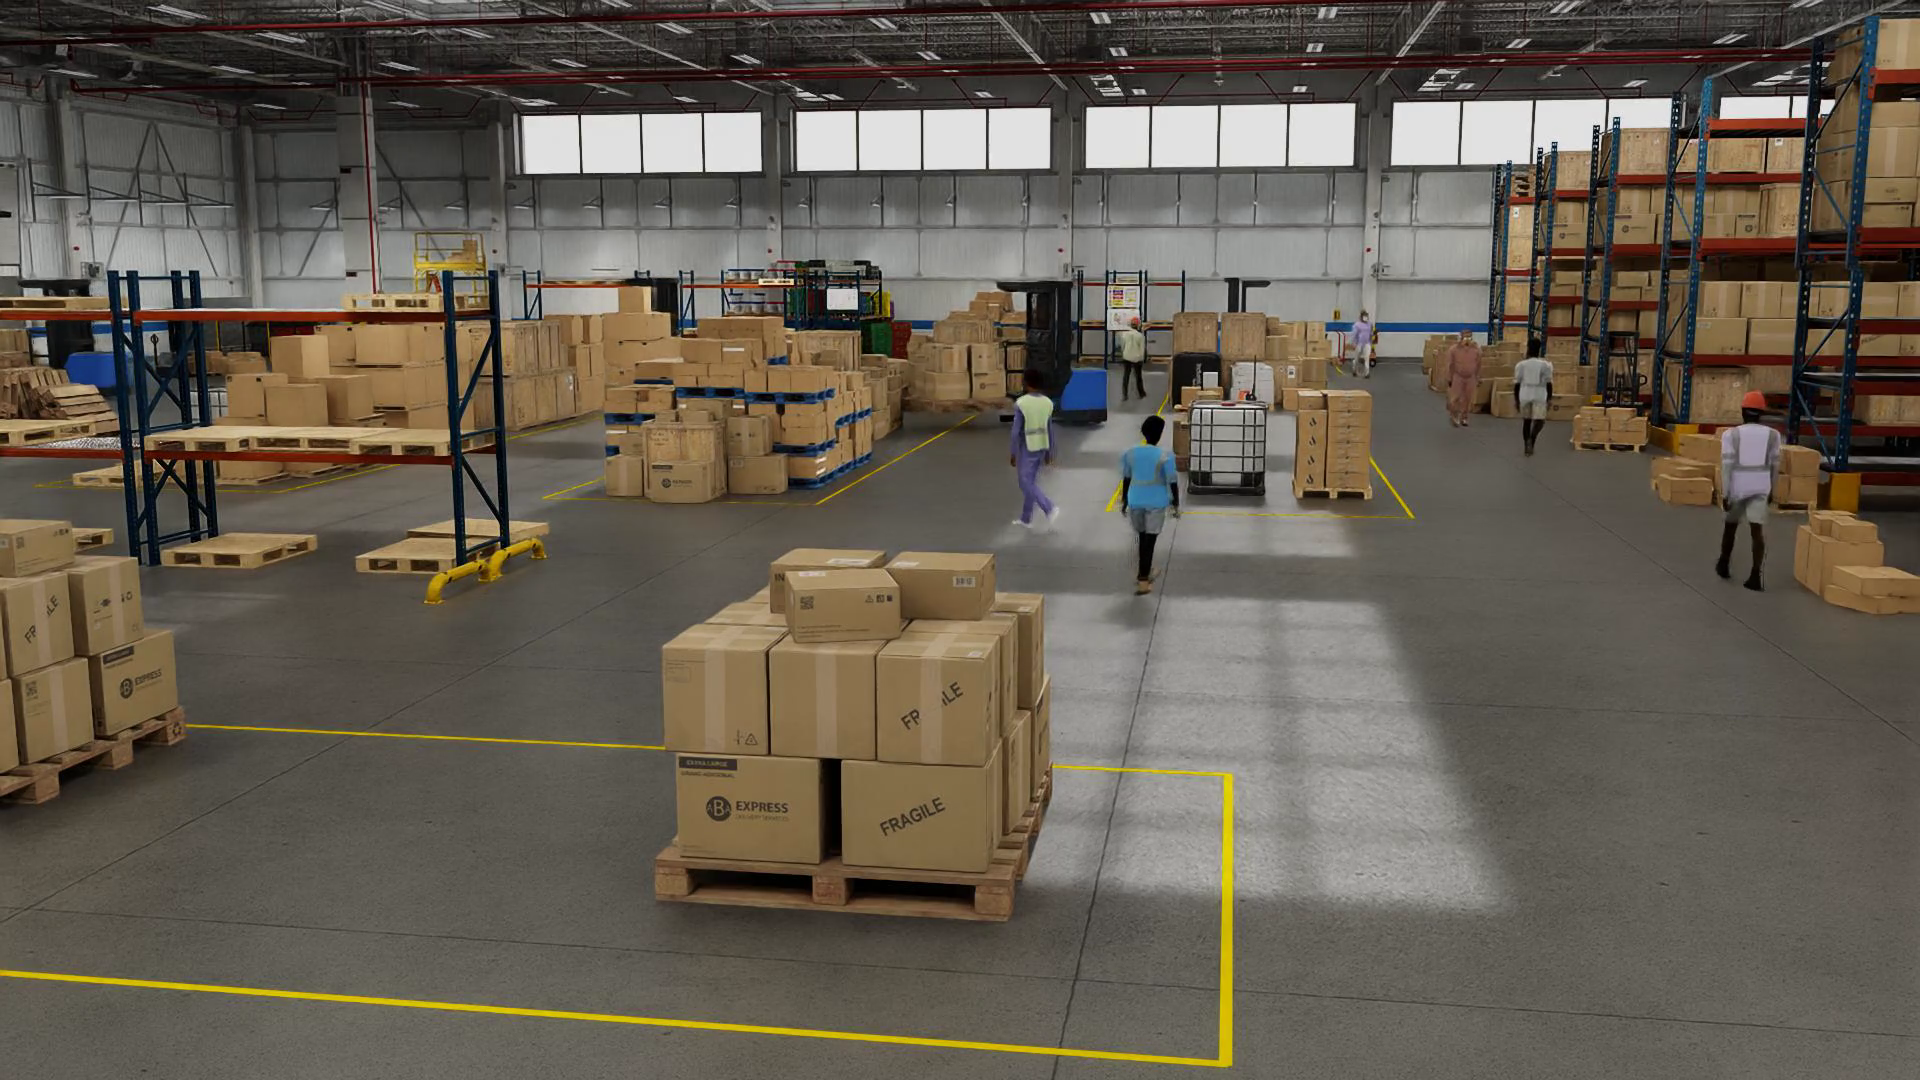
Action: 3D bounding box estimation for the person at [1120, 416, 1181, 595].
[{"bbox_3d":[1.850,-0.344,15.751,0.555,1.657,0.822,6,11,32],"label":"person"}]

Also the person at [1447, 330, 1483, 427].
[{"bbox_3d":[9.806,-3.121,32.227,0.654,1.877,0.797,1,9,5],"label":"person"}]

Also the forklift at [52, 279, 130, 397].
[{"bbox_3d":[-20.829,-4.752,39.222,1.873,2.768,1.129,1,9,9],"label":"forklift"}]

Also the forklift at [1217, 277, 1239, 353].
[{"bbox_3d":[7.909,-6.232,48.349,1.873,2.768,1.129,1,9,9],"label":"forklift"}]

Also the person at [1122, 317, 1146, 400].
[{"bbox_3d":[4.059,-4.250,39.026,0.622,1.947,1.023,5,10,28],"label":"person"}]

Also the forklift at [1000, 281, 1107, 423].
[{"bbox_3d":[1.873,-3.688,32.657,1.873,2.768,1.129,-4,10,-24],"label":"forklift"}]

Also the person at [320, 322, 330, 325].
[{"bbox_3d":[-14.215,-3.977,37.440,0.664,1.897,0.945,-1,9,-4],"label":"person"}]

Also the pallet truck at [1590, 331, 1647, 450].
[{"bbox_3d":[11.253,-2.573,28.499,0.823,1.965,1.885,5,10,27],"label":"pallet truck"}]

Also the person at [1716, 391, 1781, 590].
[{"bbox_3d":[7.599,-0.487,16.042,0.545,1.886,0.985,2,9,14],"label":"person"}]

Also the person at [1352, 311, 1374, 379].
[{"bbox_3d":[11.361,-5.532,47.087,0.642,1.903,0.982,-1,9,-7],"label":"person"}]

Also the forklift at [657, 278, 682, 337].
[{"bbox_3d":[-7.900,-5.736,45.288,1.873,2.768,1.129,1,9,9],"label":"forklift"}]

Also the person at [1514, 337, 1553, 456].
[{"bbox_3d":[9.307,-2.316,27.042,0.626,1.953,0.605,6,11,32],"label":"person"}]

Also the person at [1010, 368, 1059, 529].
[{"bbox_3d":[0.888,-1.053,19.447,0.766,1.901,0.597,9,13,44],"label":"person"}]

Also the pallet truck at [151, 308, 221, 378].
[{"bbox_3d":[-21.869,-5.598,47.154,0.823,1.965,1.885,4,10,26],"label":"pallet truck"}]

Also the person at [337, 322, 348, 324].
[{"bbox_3d":[-18.720,-6.177,50.904,0.638,1.938,0.356,1,9,9],"label":"person"}]
